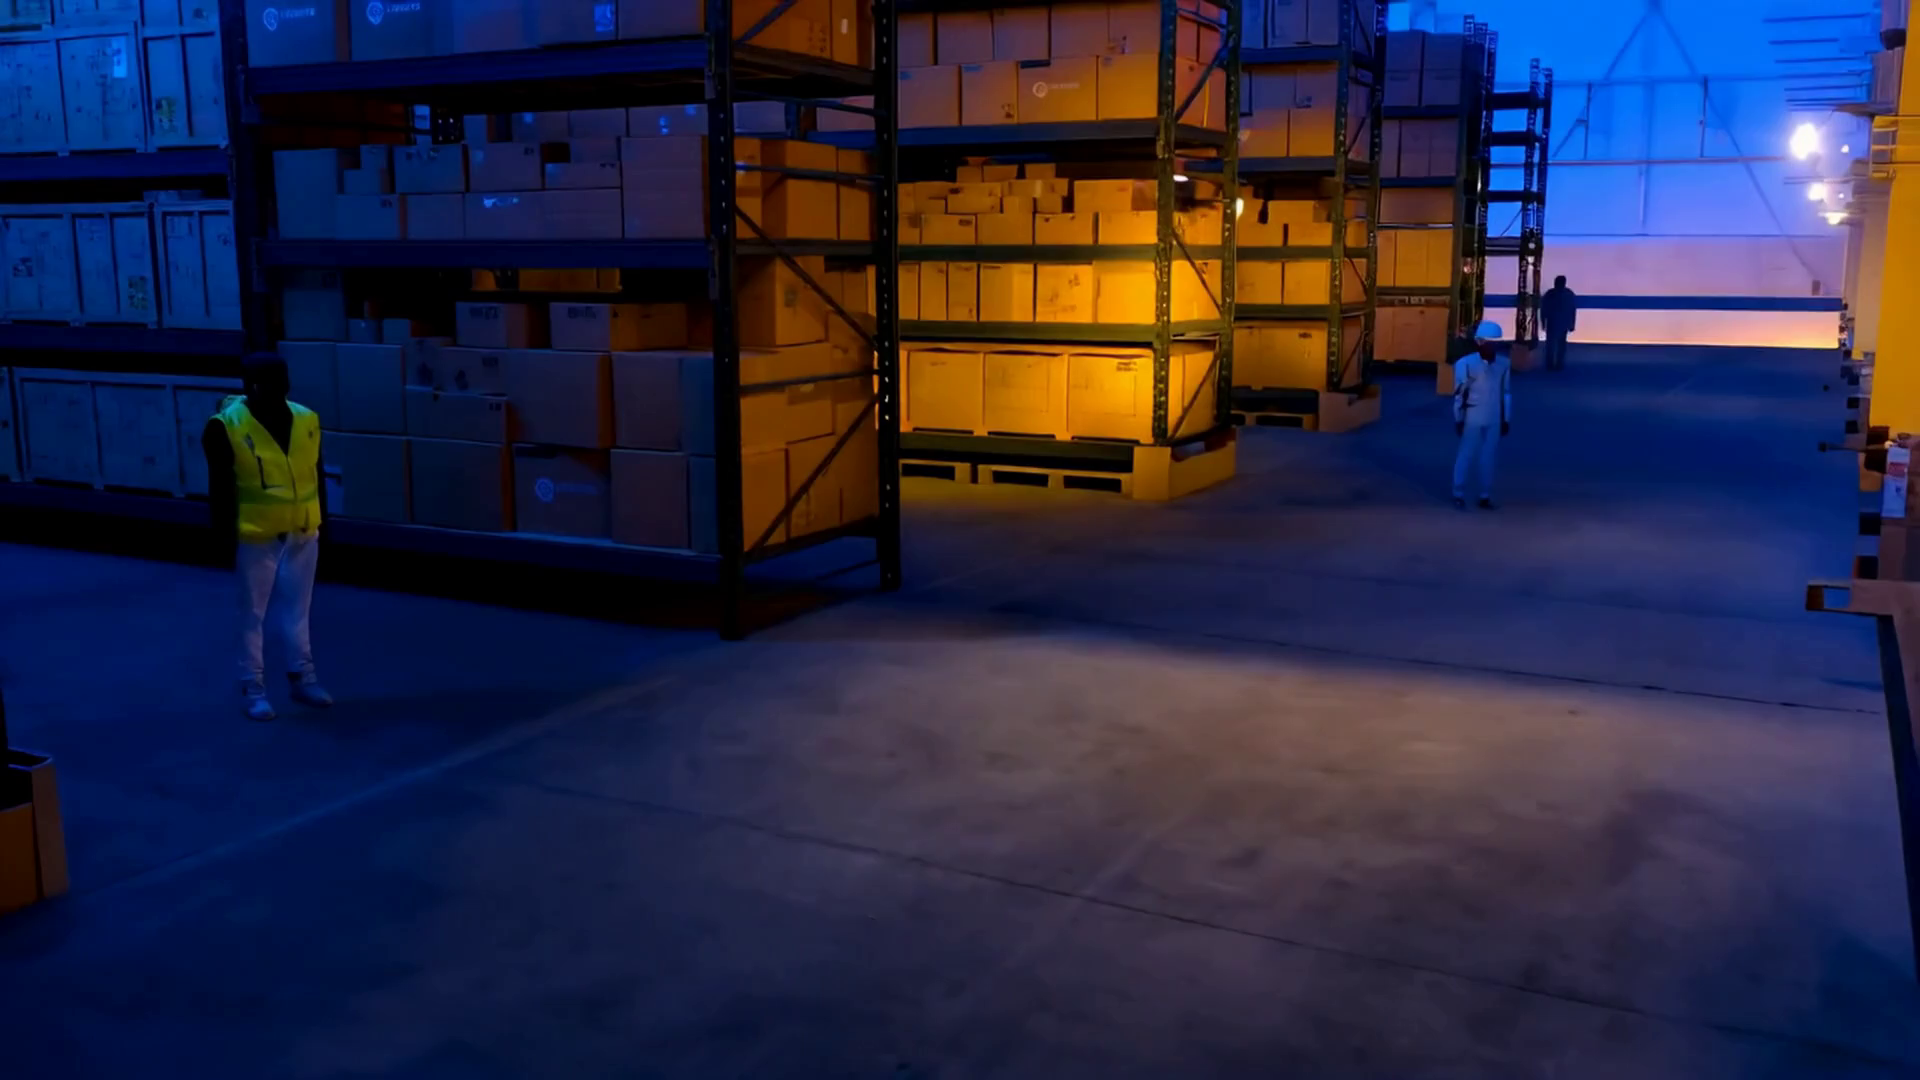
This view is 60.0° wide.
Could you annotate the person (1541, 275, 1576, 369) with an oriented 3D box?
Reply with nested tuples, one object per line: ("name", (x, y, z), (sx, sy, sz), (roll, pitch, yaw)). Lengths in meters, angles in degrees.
("person", (12.073, -4.392, 33.536), (0.646, 1.892, 0.448), (5, 11, 28))

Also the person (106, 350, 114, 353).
("person", (-9.852, -1.939, 19.521), (0.404, 1.828, 0.591), (6, 12, 32))

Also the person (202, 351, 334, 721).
("person", (-3.462, -0.028, 8.412), (0.430, 1.845, 0.619), (7, 12, 36))

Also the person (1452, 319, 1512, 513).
("person", (4.714, -1.109, 14.962), (0.573, 1.743, 0.350), (-3, 10, -14))
